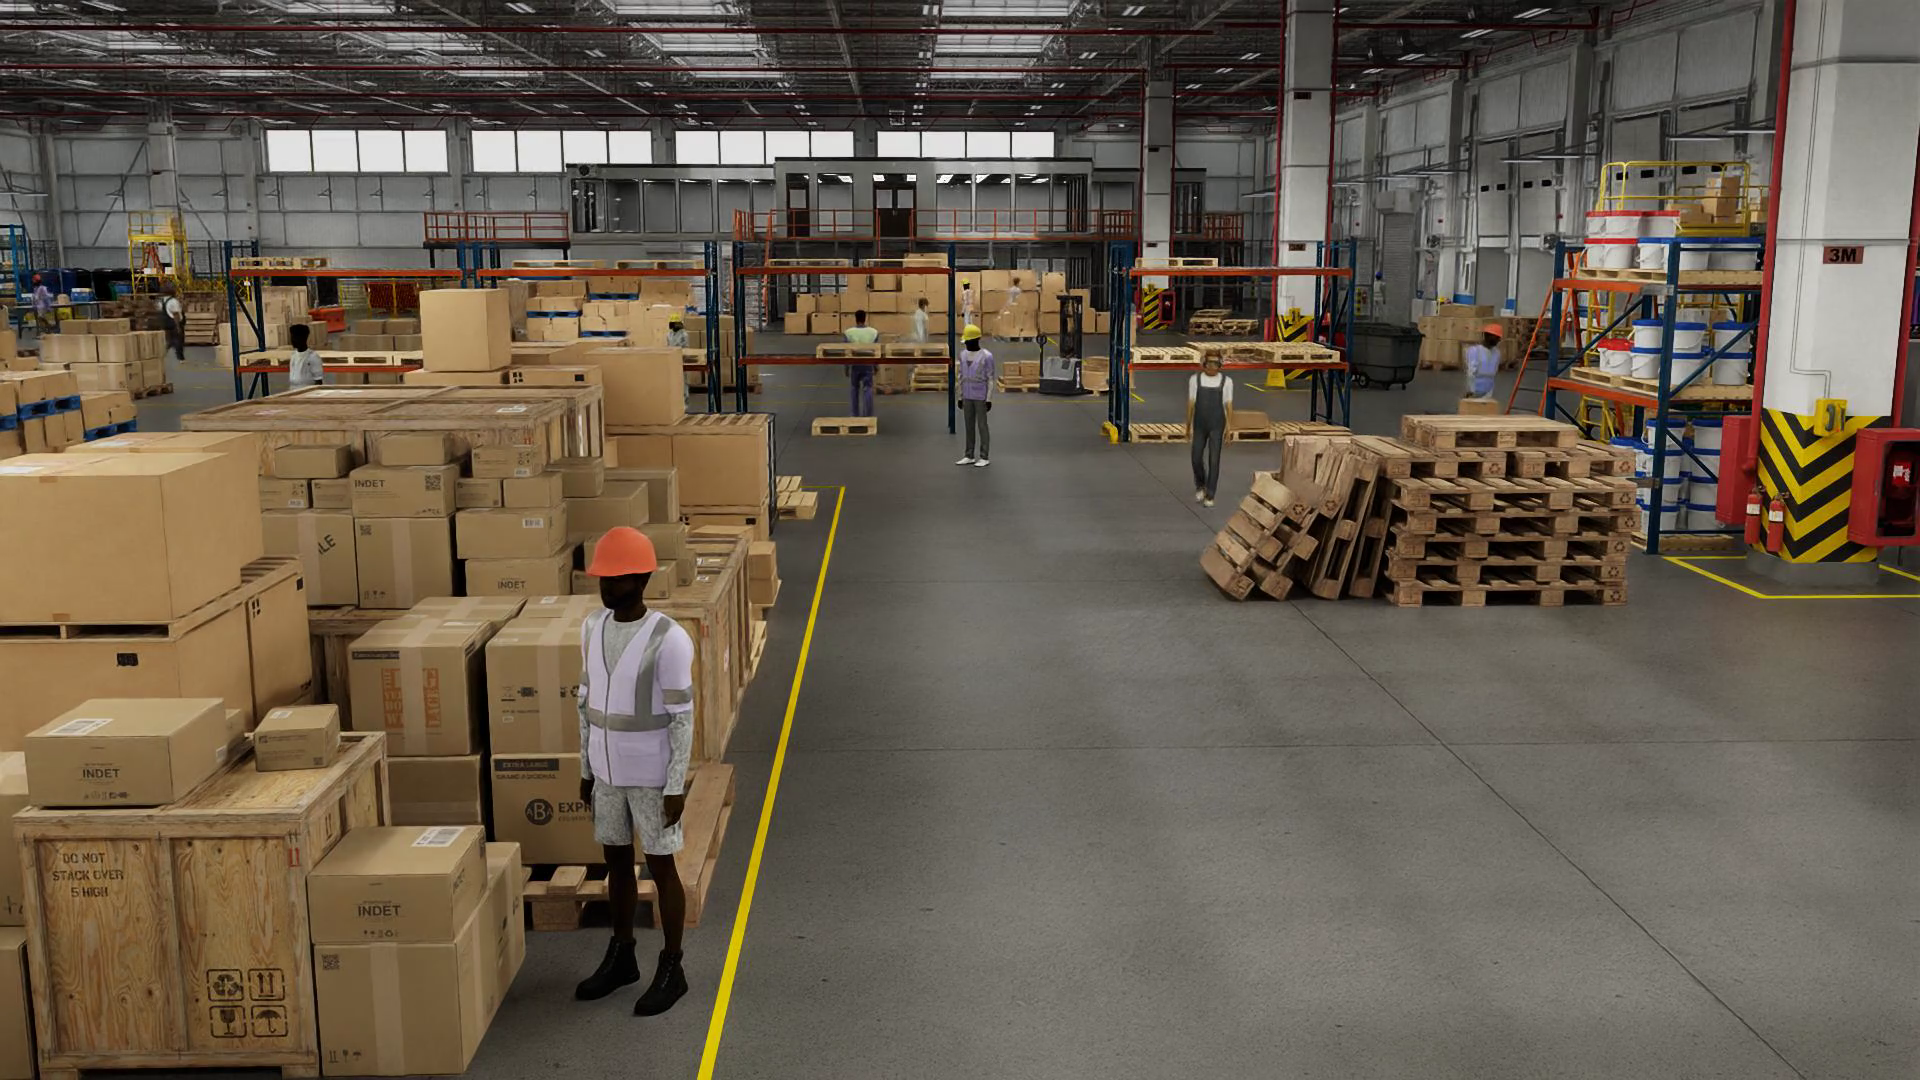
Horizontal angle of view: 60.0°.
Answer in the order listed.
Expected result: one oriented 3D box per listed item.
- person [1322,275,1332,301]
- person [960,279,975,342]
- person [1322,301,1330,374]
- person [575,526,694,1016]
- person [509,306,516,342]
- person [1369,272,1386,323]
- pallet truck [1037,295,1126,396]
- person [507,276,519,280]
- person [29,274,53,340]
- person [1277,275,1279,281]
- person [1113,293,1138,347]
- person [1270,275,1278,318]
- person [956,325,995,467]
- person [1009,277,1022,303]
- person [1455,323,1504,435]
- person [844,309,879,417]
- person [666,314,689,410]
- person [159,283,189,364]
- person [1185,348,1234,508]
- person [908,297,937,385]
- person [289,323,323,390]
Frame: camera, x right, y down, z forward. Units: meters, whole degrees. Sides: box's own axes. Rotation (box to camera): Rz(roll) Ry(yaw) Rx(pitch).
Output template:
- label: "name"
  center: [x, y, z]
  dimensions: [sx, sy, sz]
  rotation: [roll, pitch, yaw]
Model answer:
- label: "person"
  center: [14.837, -10.011, 67.327]
  dimensions: [0.621, 1.949, 0.974]
  rotation: [-1, 10, -3]
- label: "person"
  center: [0.216, -6.931, 50.262]
  dimensions: [0.371, 1.923, 0.586]
  rotation: [5, 11, 27]
- label: "person"
  center: [8.351, -4.653, 38.211]
  dimensions: [0.535, 1.691, 0.322]
  rotation: [0, 10, 0]
- label: "person"
  center: [-1.300, 0.902, 6.569]
  dimensions: [0.546, 1.942, 0.352]
  rotation: [6, 12, 29]
- label: "person"
  center: [-9.194, -3.918, 33.759]
  dimensions: [0.554, 1.819, 0.971]
  rotation: [-7, 13, -36]
- label: "person"
  center: [14.995, -8.637, 59.703]
  dimensions: [0.604, 1.945, 0.398]
  rotation: [7, 12, 33]
- label: "pallet truck"
  center: [2.483, -3.881, 33.060]
  dimensions: [1.885, 1.965, 0.823]
  rotation: [-7, 13, -36]
- label: "person"
  center: [-17.979, -9.904, 66.932]
  dimensions: [0.572, 1.884, 0.356]
  rotation: [2, 10, 12]
- label: "person"
  center: [-28.584, -7.212, 51.553]
  dimensions: [0.608, 2.009, 0.947]
  rotation: [8, 13, 37]
- label: "person"
  center: [13.019, -9.975, 67.476]
  dimensions: [0.638, 1.847, 0.429]
  rotation: [-1, 10, -6]
- label: "person"
  center: [4.027, -5.130, 40.585]
  dimensions: [0.624, 1.791, 0.954]
  rotation: [-1, 10, -3]
- label: "person"
  center: [11.434, -8.760, 60.418]
  dimensions: [0.377, 1.932, 0.548]
  rotation: [3, 11, 19]
- label: "person"
  center: [0.195, -1.944, 22.500]
  dimensions: [0.591, 1.914, 0.393]
  rotation: [9, 14, 41]
- label: "person"
  center: [1.749, -7.267, 52.116]
  dimensions: [0.404, 1.926, 0.664]
  rotation: [5, 11, 25]
- label: "person"
  center: [7.425, -2.173, 23.846]
  dimensions: [0.585, 1.895, 0.836]
  rotation: [-3, 11, -15]
- label: "person"
  center: [-1.659, -2.943, 28.126]
  dimensions: [0.610, 1.910, 0.445]
  rotation: [-2, 10, -9]
- label: "person"
  center: [-5.113, -3.217, 30.070]
  dimensions: [0.487, 1.744, 0.312]
  rotation: [5, 12, 28]
- label: "person"
  center: [-19.525, -5.377, 41.275]
  dimensions: [0.694, 2.000, 0.636]
  rotation: [6, 12, 31]
- label: "person"
  center: [2.841, -1.269, 18.968]
  dimensions: [0.556, 1.829, 0.413]
  rotation: [2, 10, 13]
- label: "person"
  center: [-0.844, -4.209, 35.261]
  dimensions: [0.891, 1.886, 0.664]
  rotation: [1, 10, 6]
- label: "person"
  center: [-8.644, -1.873, 21.961]
  dimensions: [0.603, 1.966, 0.368]
  rotation: [7, 12, 35]
